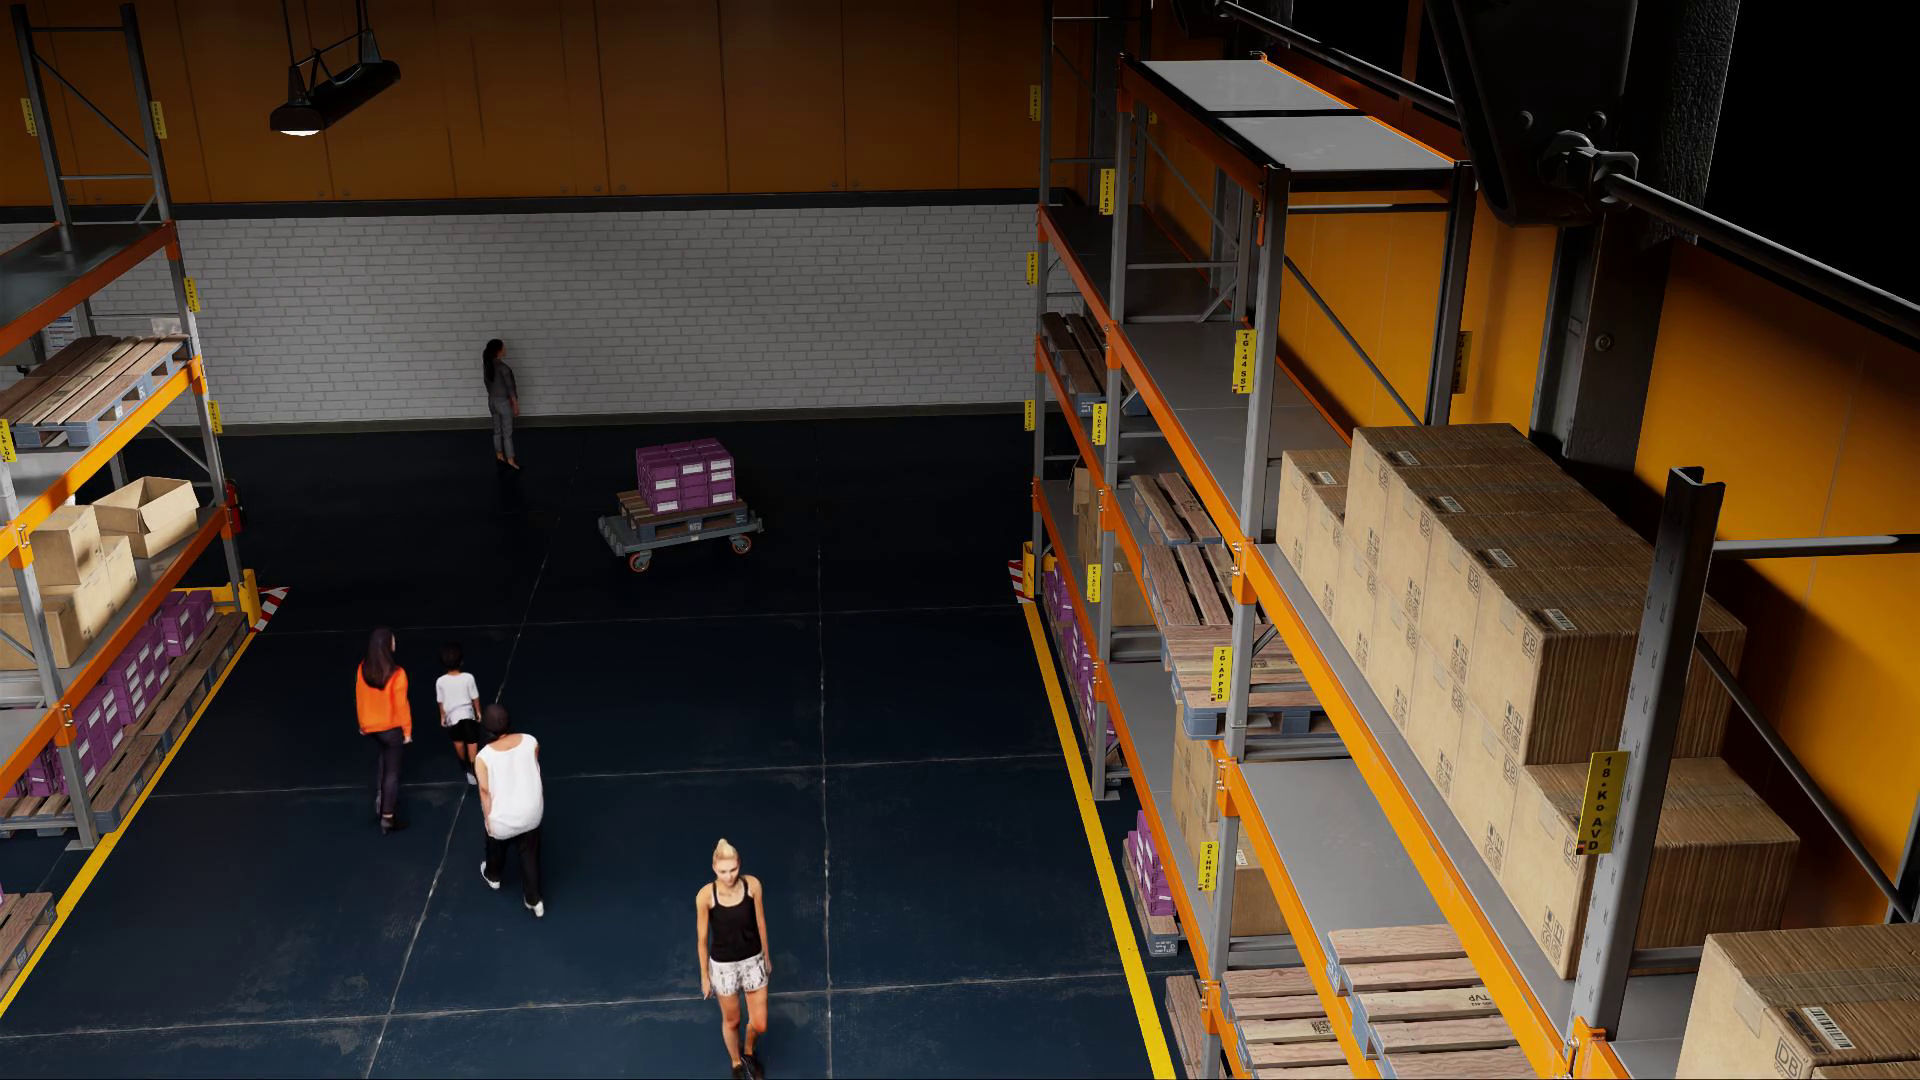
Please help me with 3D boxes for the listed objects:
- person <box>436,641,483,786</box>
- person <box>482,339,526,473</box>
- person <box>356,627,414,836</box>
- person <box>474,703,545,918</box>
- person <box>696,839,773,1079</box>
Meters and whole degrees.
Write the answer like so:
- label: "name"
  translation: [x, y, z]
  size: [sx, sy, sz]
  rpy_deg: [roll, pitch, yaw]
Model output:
- label: "person"
  translation: [-4.168, 1.459, 13.869]
  size: [0.606, 1.245, 0.852]
  rpy_deg: [-7, 25, -17]
- label: "person"
  translation: [-5.648, -1.653, 20.448]
  size: [0.726, 1.678, 0.776]
  rpy_deg: [18, 29, 35]
- label: "person"
  translation: [-4.579, 1.518, 13.135]
  size: [0.769, 1.725, 0.820]
  rpy_deg: [12, 26, 26]
- label: "person"
  translation: [-3.243, 1.999, 12.118]
  size: [0.931, 1.658, 1.103]
  rpy_deg: [-15, 28, -31]
- label: "person"
  translation: [-1.429, 2.622, 10.478]
  size: [0.687, 1.831, 0.680]
  rpy_deg: [-8, 25, -18]
